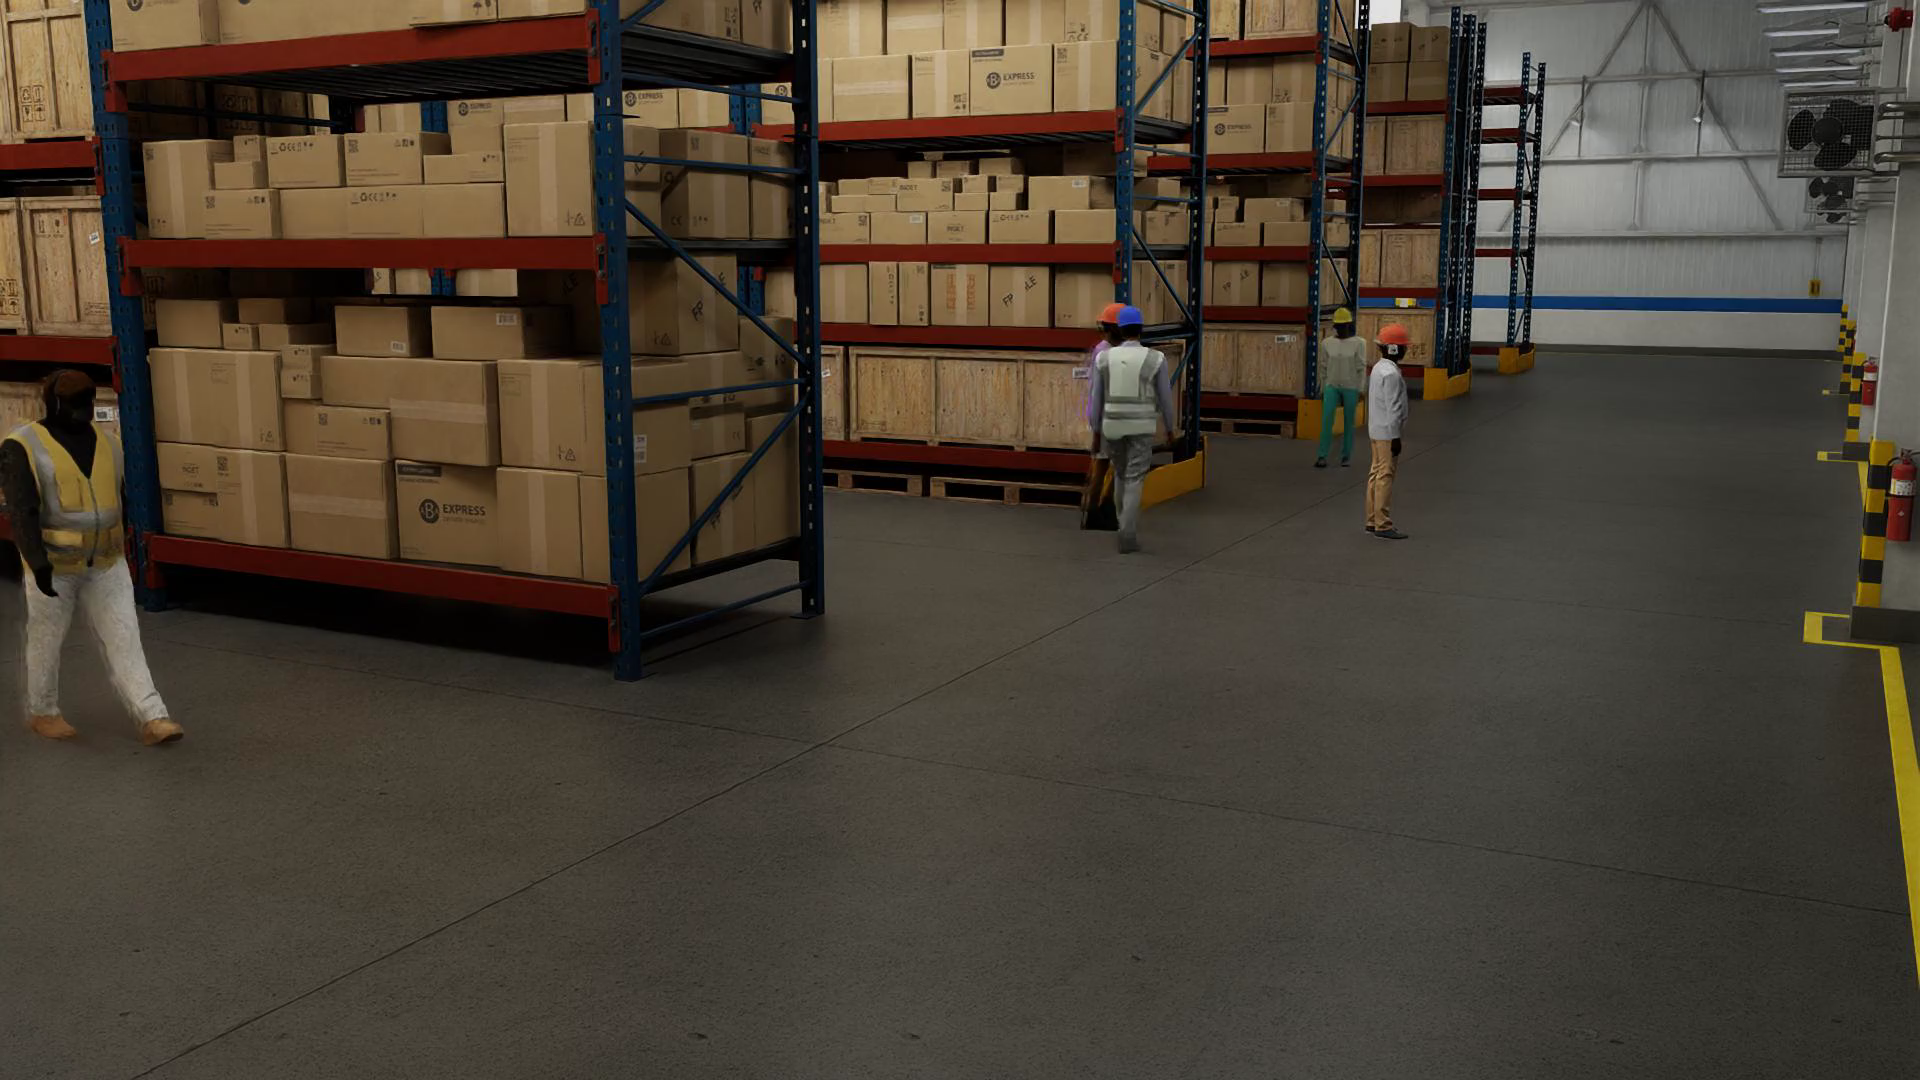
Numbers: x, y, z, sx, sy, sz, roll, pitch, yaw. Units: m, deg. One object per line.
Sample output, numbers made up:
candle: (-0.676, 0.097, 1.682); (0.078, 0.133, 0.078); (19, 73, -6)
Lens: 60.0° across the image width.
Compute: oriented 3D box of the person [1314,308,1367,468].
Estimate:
person: (4.113, -1.624, 17.974); (0.531, 1.733, 0.838); (4, 11, 22)

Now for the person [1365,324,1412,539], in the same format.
person: (3.518, -0.889, 13.642); (0.320, 1.755, 0.563); (0, 10, 0)

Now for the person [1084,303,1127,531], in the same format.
person: (1.281, -1.020, 13.943); (0.532, 1.915, 0.572); (2, 10, 9)

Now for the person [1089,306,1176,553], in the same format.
person: (1.392, -0.881, 13.133); (0.628, 1.911, 0.803); (5, 11, 27)

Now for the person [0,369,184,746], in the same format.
person: (-4.143, 0.101, 7.829); (0.933, 1.796, 0.635); (6, 12, 32)
